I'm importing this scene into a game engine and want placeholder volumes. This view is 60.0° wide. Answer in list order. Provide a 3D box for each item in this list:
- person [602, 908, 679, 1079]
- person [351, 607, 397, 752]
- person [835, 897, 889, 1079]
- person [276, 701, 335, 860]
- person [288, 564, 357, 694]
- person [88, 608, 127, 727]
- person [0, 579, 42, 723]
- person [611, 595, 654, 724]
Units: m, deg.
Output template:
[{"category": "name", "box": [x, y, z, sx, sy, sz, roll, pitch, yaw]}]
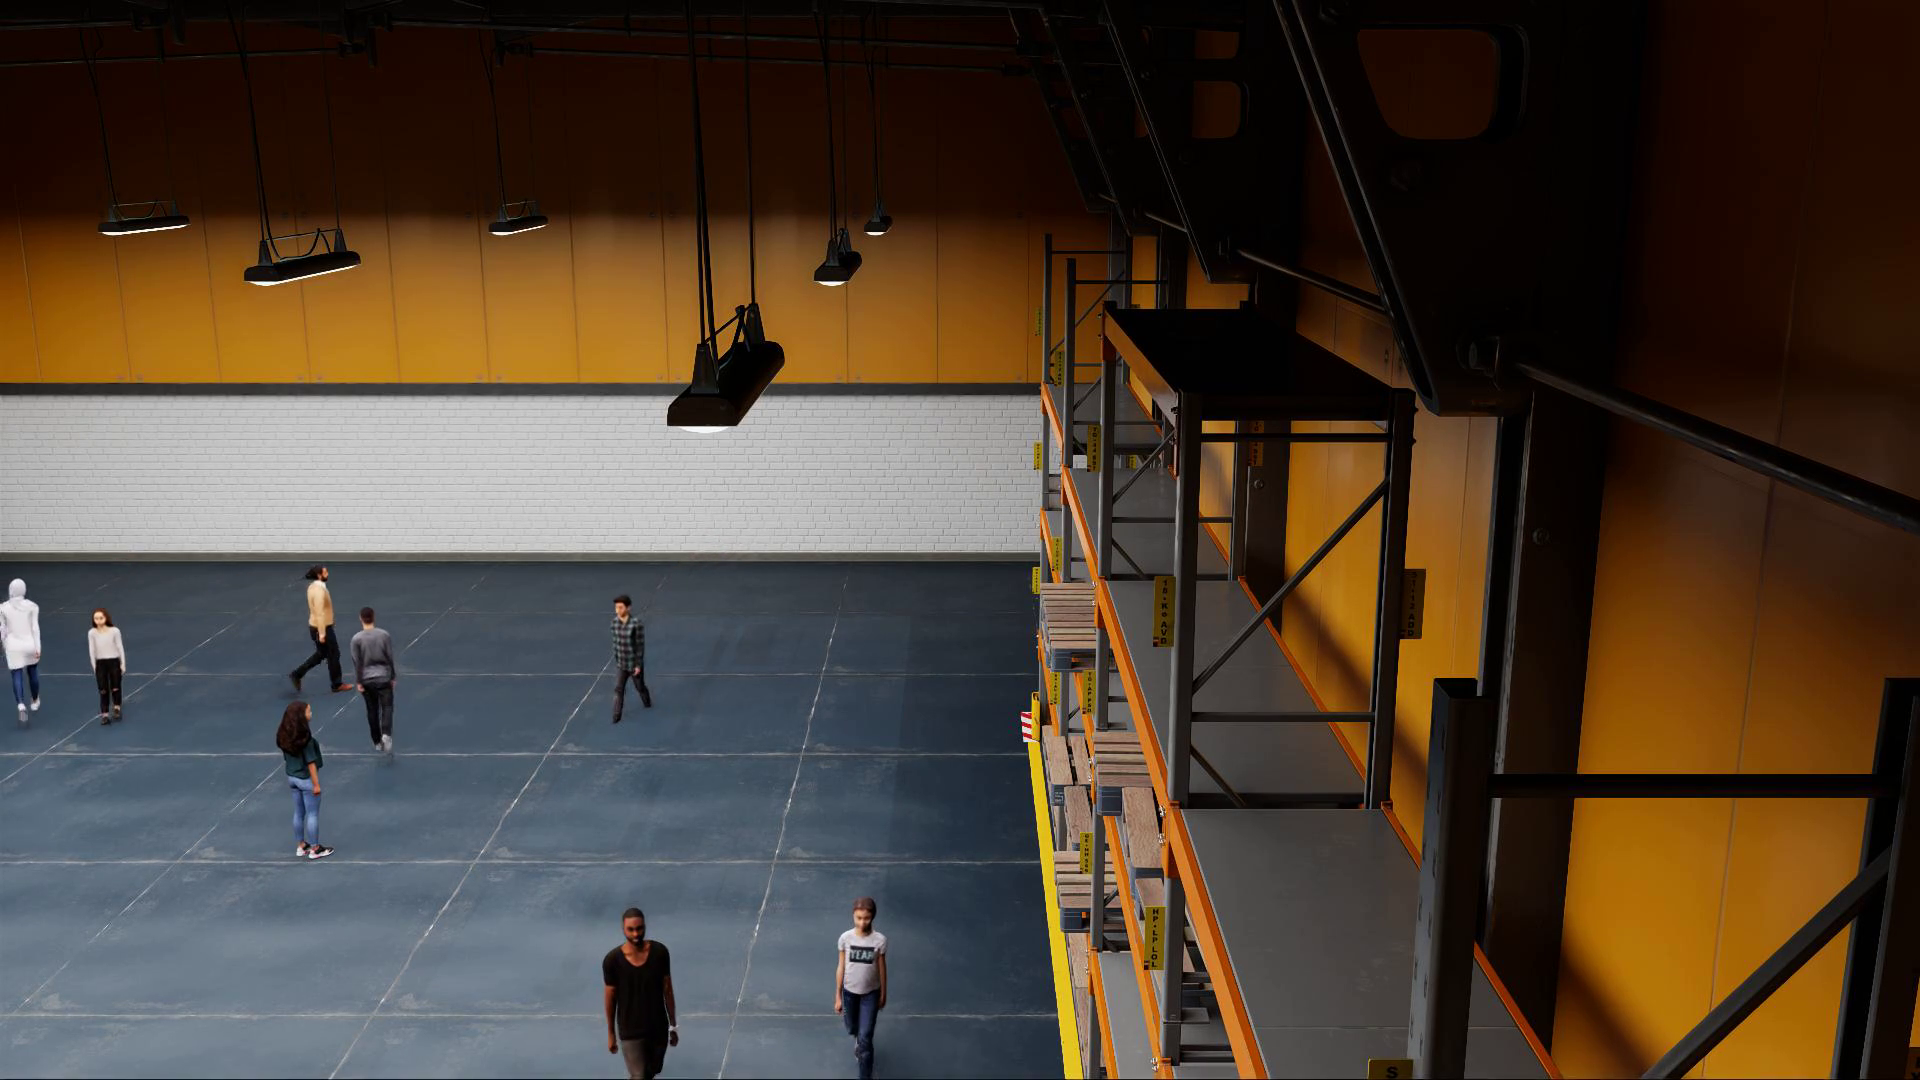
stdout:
[{"category": "person", "box": [-2.286, 3.455, 11.936, 0.930, 1.779, 1.218, -5, 15, -21]}, {"category": "person", "box": [-6.814, 1.656, 19.423, 0.799, 1.751, 0.958, -5, 14, -20]}, {"category": "person", "box": [-0.751, 3.407, 12.646, 0.630, 1.539, 1.050, 2, 14, 7]}, {"category": "person", "box": [-6.582, 2.395, 16.661, 0.705, 1.615, 0.741, 8, 16, 31]}, {"category": "person", "box": [-8.322, 1.163, 21.485, 1.032, 1.738, 1.082, -7, 15, -28]}, {"category": "person", "box": [-10.504, 1.533, 20.557, 0.745, 1.456, 0.960, -5, 15, -21]}, {"category": "person", "box": [-11.613, 1.387, 20.557, 0.950, 1.740, 1.212, -7, 15, -25]}, {"category": "person", "box": [-4.101, 1.501, 20.823, 0.880, 1.684, 1.185, 4, 14, 16]}]
